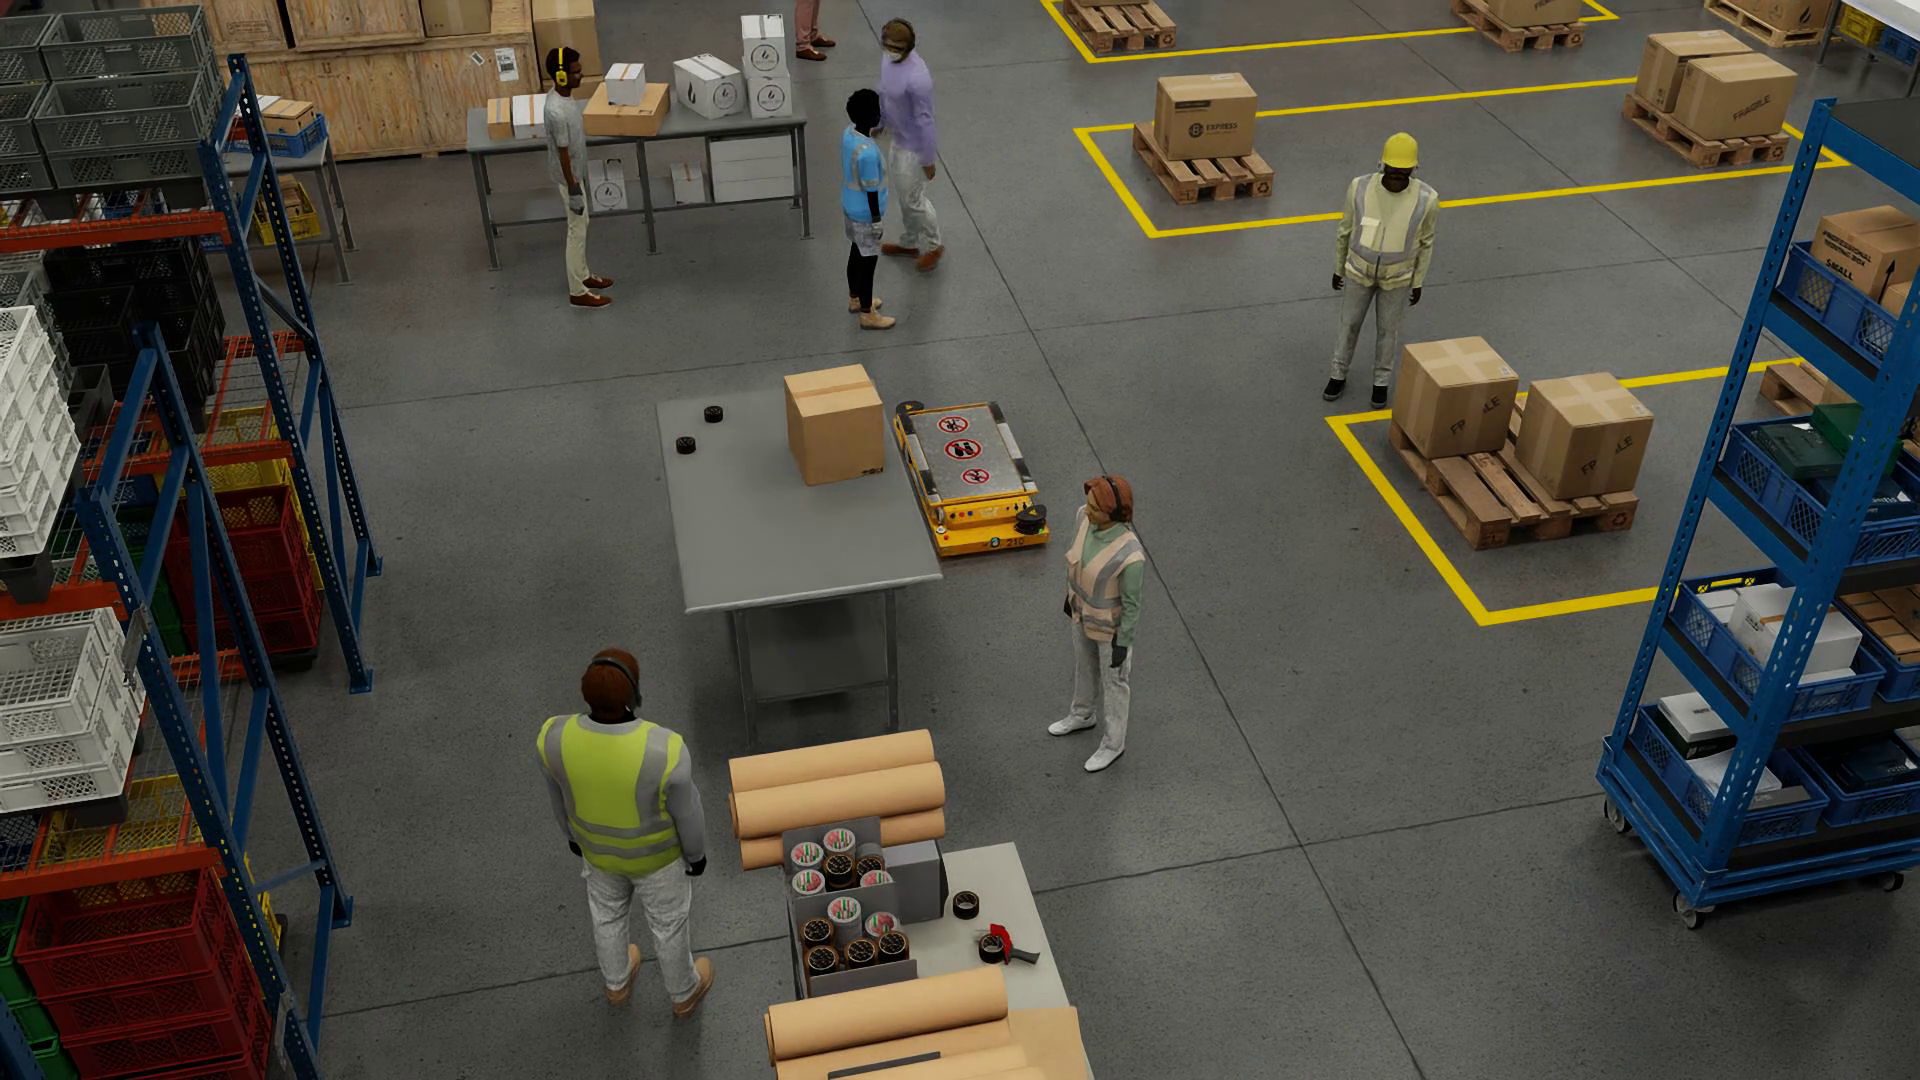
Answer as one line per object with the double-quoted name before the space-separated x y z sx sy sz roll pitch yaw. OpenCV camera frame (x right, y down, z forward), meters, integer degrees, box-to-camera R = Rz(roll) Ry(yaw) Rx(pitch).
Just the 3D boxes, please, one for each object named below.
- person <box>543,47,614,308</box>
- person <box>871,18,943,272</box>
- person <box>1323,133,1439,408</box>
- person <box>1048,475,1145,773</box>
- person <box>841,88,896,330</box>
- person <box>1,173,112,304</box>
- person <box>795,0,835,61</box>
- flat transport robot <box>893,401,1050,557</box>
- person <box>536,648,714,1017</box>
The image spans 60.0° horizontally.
"person" -2.688 -2.519 11.597 0.316 1.861 0.514 -4 37 -5
"person" -0.377 -2.880 12.040 0.446 1.922 0.806 -13 39 -17
"person" 2.645 -1.697 10.508 0.598 1.836 0.404 12 38 16
"person" 0.667 0.378 7.882 0.307 1.641 0.514 -20 41 -24
"person" -0.641 -2.266 11.389 0.316 1.695 0.542 -12 38 -15
"person" -5.650 -1.770 10.569 0.354 1.883 0.573 23 43 28
"person" -1.376 -5.465 15.523 0.401 1.900 0.639 6 37 8
"flat transport robot" 0.046 -0.430 10.108 0.652 0.197 1.431 -8 37 -10
"person" -1.298 1.190 6.637 0.629 1.836 0.430 7 37 9
